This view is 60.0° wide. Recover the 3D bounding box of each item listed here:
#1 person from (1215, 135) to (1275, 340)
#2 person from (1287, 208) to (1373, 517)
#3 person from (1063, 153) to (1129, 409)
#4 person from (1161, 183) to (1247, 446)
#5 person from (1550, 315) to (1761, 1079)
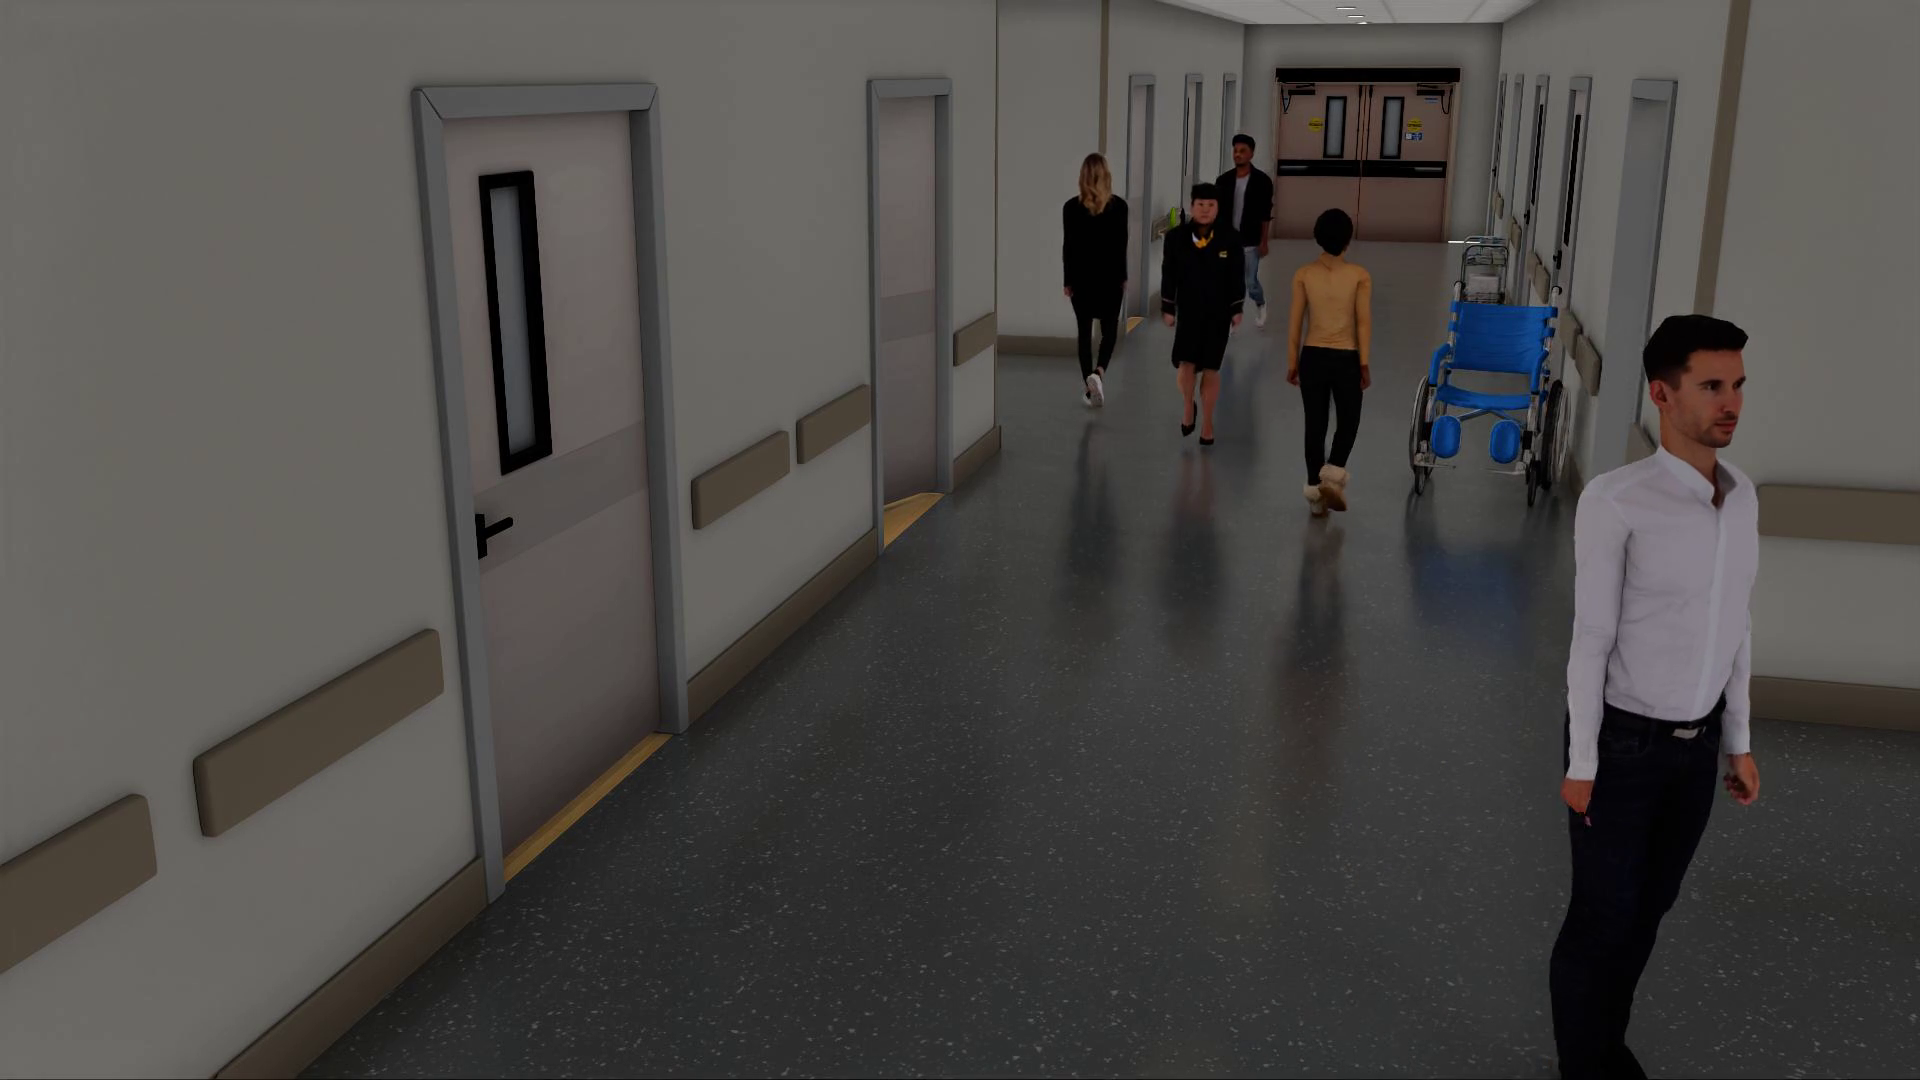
[{"bbox_3d":[2.563,-2.725,14.997,0.856,1.789,1.040,9,18,30],"label":"person"},{"bbox_3d":[1.958,-0.917,8.837,0.628,1.654,0.710,6,17,20],"label":"person"},{"bbox_3d":[0.940,-1.749,11.561,0.686,1.776,1.063,2,16,7],"label":"person"},{"bbox_3d":[1.577,-1.442,10.686,0.702,1.660,0.644,3,16,11],"label":"person"},{"bbox_3d":[1.504,0.419,3.709,0.805,1.864,0.868,-6,17,-22],"label":"person"}]
